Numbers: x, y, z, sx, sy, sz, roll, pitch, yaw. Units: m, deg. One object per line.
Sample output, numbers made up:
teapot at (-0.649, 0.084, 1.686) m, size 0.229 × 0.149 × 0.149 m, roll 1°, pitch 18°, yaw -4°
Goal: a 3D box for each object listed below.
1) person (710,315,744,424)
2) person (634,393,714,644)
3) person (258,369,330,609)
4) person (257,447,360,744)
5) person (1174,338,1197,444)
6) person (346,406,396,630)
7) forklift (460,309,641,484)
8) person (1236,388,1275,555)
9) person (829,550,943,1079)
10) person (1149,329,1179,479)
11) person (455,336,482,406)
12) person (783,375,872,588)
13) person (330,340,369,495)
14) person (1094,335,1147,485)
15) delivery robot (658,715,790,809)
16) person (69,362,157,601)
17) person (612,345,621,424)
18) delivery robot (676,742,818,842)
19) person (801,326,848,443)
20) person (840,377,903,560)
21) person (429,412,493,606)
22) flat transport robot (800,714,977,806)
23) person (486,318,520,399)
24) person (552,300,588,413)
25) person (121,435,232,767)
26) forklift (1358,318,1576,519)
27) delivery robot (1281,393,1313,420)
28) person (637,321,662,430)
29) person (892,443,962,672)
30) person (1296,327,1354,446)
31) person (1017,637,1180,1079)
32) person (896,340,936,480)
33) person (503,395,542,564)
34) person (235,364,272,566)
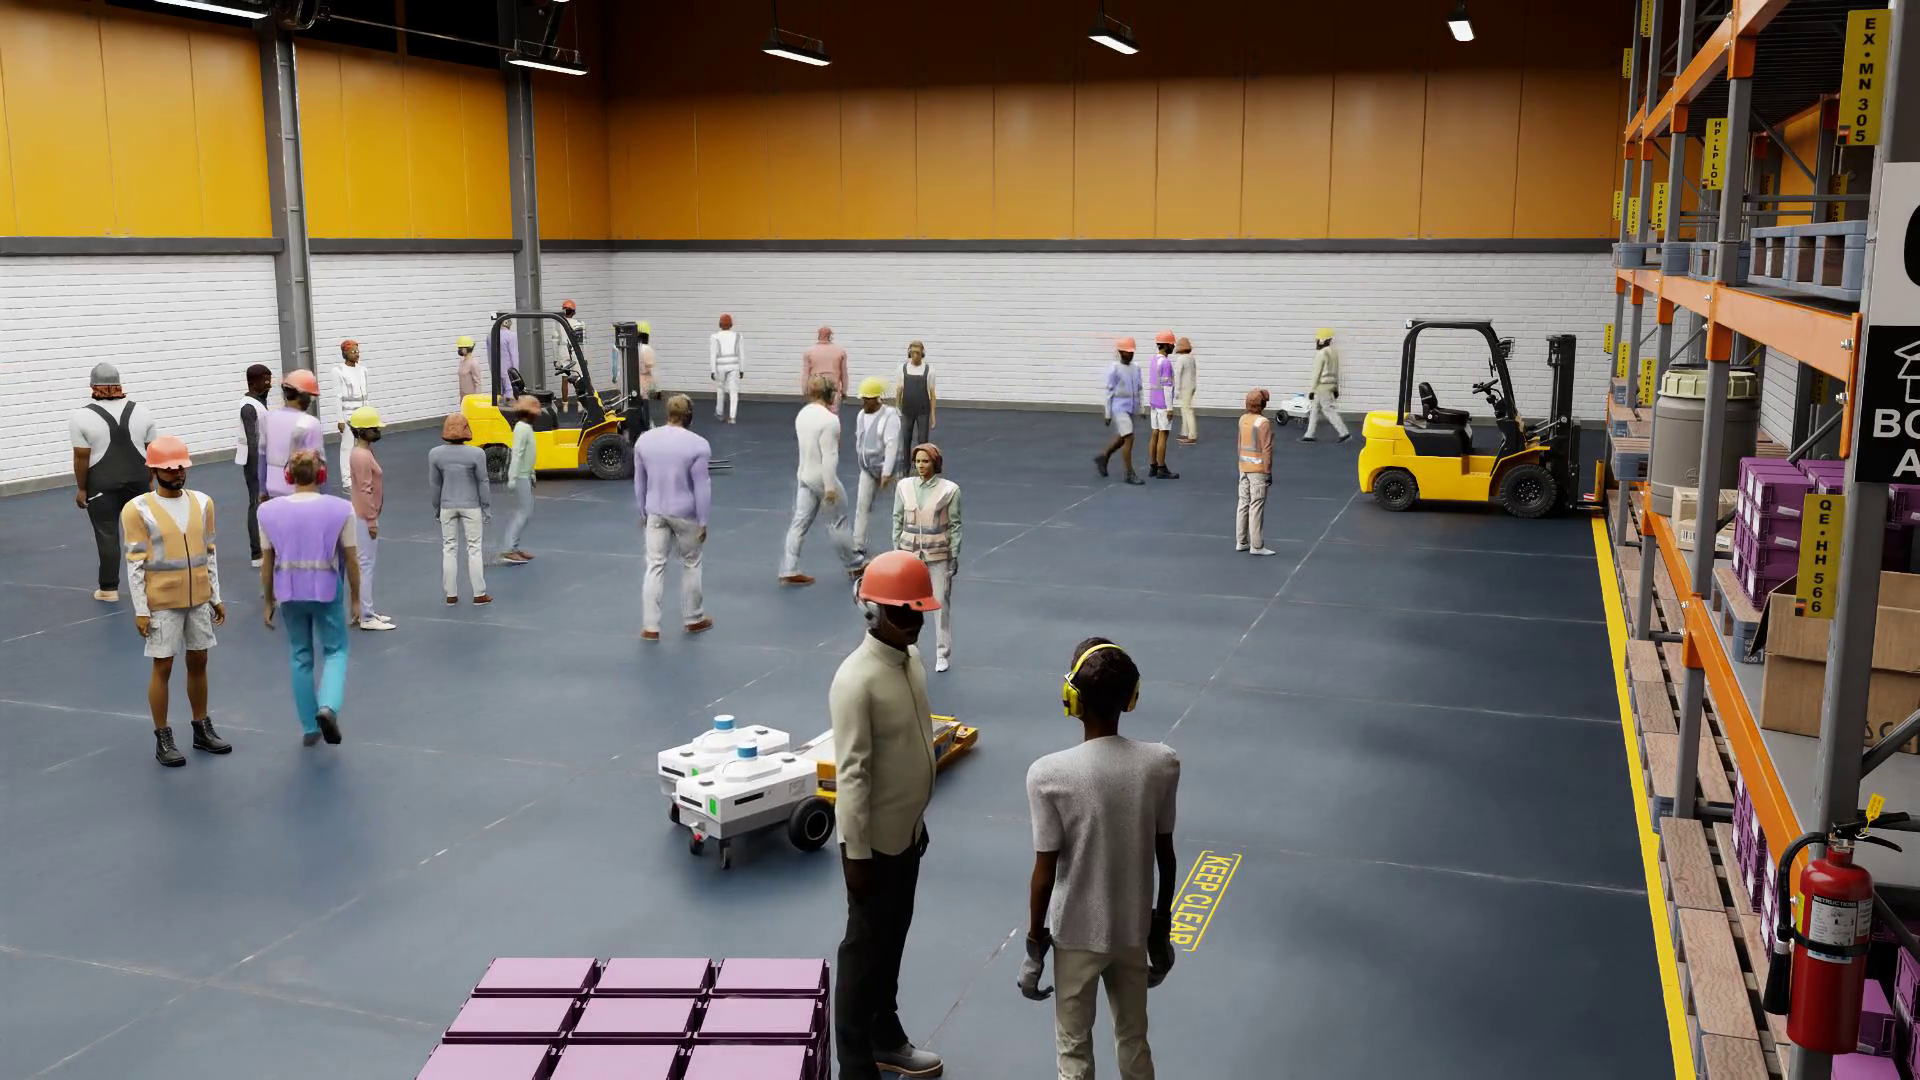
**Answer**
person at (-3.999, -2.929, 28.485) m, size 0.602 × 1.828 × 0.999 m, roll -4°, pitch 11°, yaw -19°
person at (-2.222, -0.167, 12.821) m, size 0.647 × 1.902 × 0.710 m, roll 2°, pitch 10°, yaw 12°
person at (-5.537, -0.414, 13.871) m, size 0.652 × 2.006 × 0.503 m, roll 5°, pitch 11°, yaw 26°
person at (-3.899, 0.364, 9.980) m, size 0.575 × 1.831 × 0.543 m, roll -2°, pitch 10°, yaw -12°
person at (3.452, -2.287, 25.531) m, size 0.534 × 1.602 × 0.503 m, roll 7°, pitch 12°, yaw 35°
person at (-4.676, -0.172, 13.161) m, size 0.322 × 1.769 × 0.523 m, roll -4°, pitch 11°, yaw -22°
forklift at (-5.354, -1.902, 21.697) m, size 2.313 × 2.155 × 1.214 m, roll -2°, pitch 10°, yaw -13°
person at (2.894, -0.669, 16.313) m, size 0.306 × 1.641 × 0.522 m, roll -4°, pitch 11°, yaw -22°
person at (-0.247, 1.013, 5.852) m, size 0.394 × 1.990 × 0.622 m, roll 3°, pitch 11°, yaw 18°
person at (2.655, -1.765, 21.653) m, size 0.358 × 1.938 × 0.545 m, roll -3°, pitch 10°, yaw -15°
person at (-6.883, -1.978, 23.329) m, size 0.328 × 1.769 × 0.526 m, roll -8°, pitch 13°, yaw -40°
person at (-1.186, -0.533, 14.852) m, size 1.003 × 1.882 × 0.651 m, roll -7°, pitch 12°, yaw -36°
person at (-7.383, -1.490, 20.258) m, size 0.355 × 1.882 × 0.575 m, roll 4°, pitch 11°, yaw 20°
person at (2.030, -1.679, 21.299) m, size 0.547 × 1.903 × 0.899 m, roll -10°, pitch 14°, yaw -43°
delivery robot at (-1.239, 1.168, 8.761) m, size 0.477 × 0.478 × 0.707 m, roll 9°, pitch 13°, yaw 40°
person at (-7.257, -0.503, 14.251) m, size 0.536 × 2.000 × 0.680 m, roll 10°, pitch 14°, yaw 43°
person at (-5.633, -2.765, 28.122) m, size 0.523 × 1.640 × 0.306 m, roll -7°, pitch 12°, yaw -35°
delivery robot at (-1.057, 1.252, 8.290) m, size 0.477 × 0.478 × 0.707 m, roll 10°, pitch 14°, yaw 44°
person at (-1.964, -2.177, 24.207) m, size 0.688 × 1.864 × 0.897 m, roll -1°, pitch 10°, yaw -5°
person at (-0.751, -0.705, 16.184) m, size 0.597 × 1.777 × 0.966 m, roll 9°, pitch 13°, yaw 40°
person at (-4.197, -0.256, 14.002) m, size 0.502 × 1.636 × 0.280 m, roll 0°, pitch 10°, yaw 1°
flat transport robot at (-0.464, 1.218, 9.543) m, size 0.652 × 0.197 × 1.431 m, roll 4°, pitch 11°, yaw 22°
person at (-7.586, -2.834, 27.784) m, size 0.641 × 1.901 × 0.401 m, roll 6°, pitch 12°, yaw 32°
person at (-7.064, -3.326, 30.145) m, size 0.616 × 2.041 × 0.380 m, roll -2°, pitch 10°, yaw -9°
person at (-4.581, 0.346, 9.764) m, size 0.358 × 1.937 × 0.548 m, roll 7°, pitch 12°, yaw 34°
forklift at (5.787, -1.437, 19.079) m, size 2.313 × 2.155 × 1.214 m, roll 3°, pitch 11°, yaw 19°
delivery robot at (5.705, -2.214, 27.808) m, size 0.477 × 0.478 × 0.707 m, roll -6°, pitch 12°, yaw -30°
person at (-4.658, -2.307, 24.816) m, size 0.619 × 1.886 × 0.938 m, roll 9°, pitch 13°, yaw 41°
person at (-0.238, 0.122, 11.857) m, size 0.512 × 1.642 × 0.311 m, roll 3°, pitch 11°, yaw 18°
person at (5.588, -2.331, 25.243) m, size 0.908 × 1.795 × 0.594 m, roll 6°, pitch 12°, yaw 32°
person at (0.418, 1.211, 5.069) m, size 0.514 × 1.876 × 0.328 m, roll -4°, pitch 11°, yaw -22°
person at (-0.557, -1.605, 21.007) m, size 0.510 × 1.846 × 0.338 m, roll 1°, pitch 10°, yaw 4°
person at (-4.185, -0.589, 15.940) m, size 0.409 × 1.605 × 0.525 m, roll -2°, pitch 10°, yaw -11°
person at (-6.648, -0.704, 15.758) m, size 0.391 × 1.909 × 0.587 m, roll -3°, pitch 11°, yaw -18°
